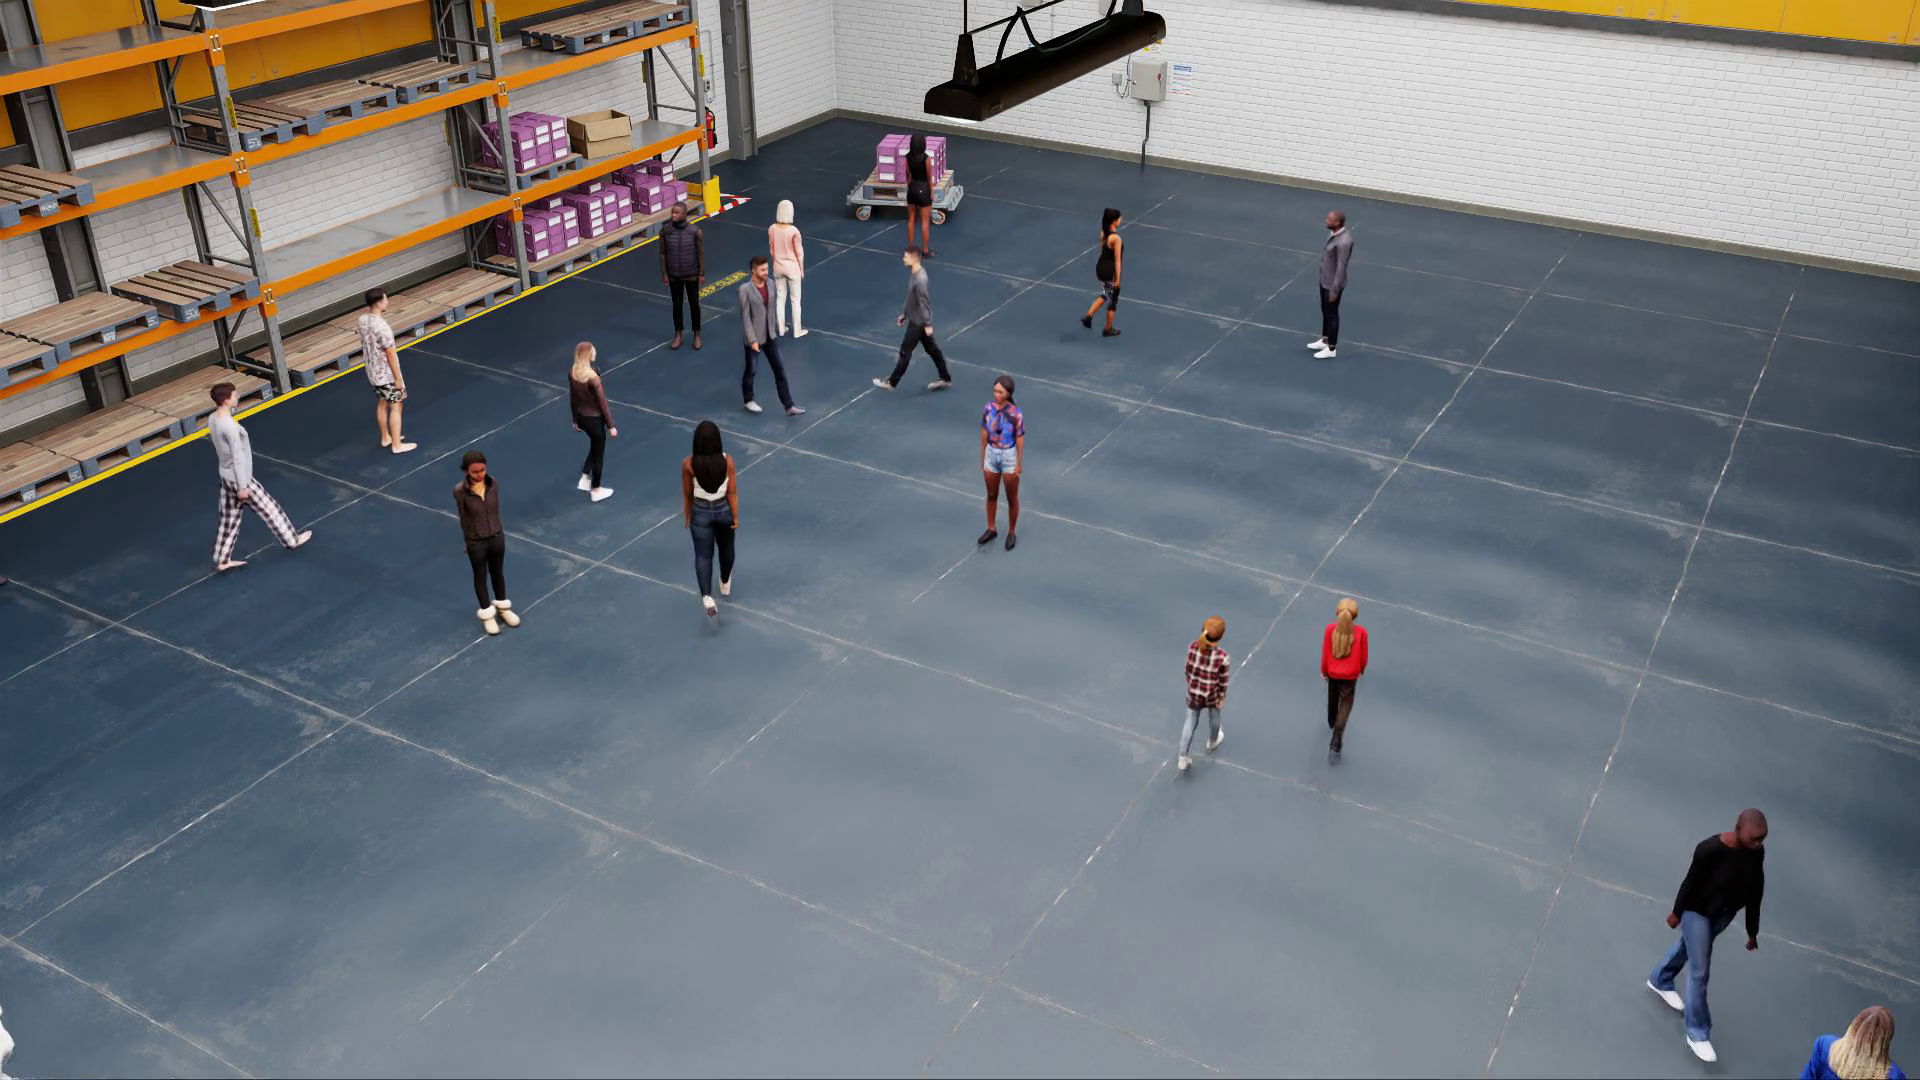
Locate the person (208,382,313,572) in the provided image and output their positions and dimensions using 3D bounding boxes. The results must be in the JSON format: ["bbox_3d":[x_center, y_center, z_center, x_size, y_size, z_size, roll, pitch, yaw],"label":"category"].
[{"bbox_3d":[-6.727,-0.537,15.294,1.217,1.798,0.862,-25,37,-38],"label":"person"}]

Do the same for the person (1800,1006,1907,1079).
[{"bbox_3d":[4.513,3.146,8.662,0.753,1.683,0.838,22,35,34],"label":"person"}]

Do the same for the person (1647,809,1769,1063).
[{"bbox_3d":[4.564,2.255,10.275,0.999,1.703,1.073,-9,30,-16],"label":"person"}]

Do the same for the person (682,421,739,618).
[{"bbox_3d":[-2.178,-0.168,14.631,1.045,1.786,1.194,-3,29,-6],"label":"person"}]

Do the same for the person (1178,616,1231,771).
[{"bbox_3d":[1.835,1.176,12.686,0.542,1.289,0.883,14,32,24],"label":"person"}]

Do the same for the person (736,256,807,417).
[{"bbox_3d":[-2.266,-2.241,18.382,1.083,1.833,0.951,-25,37,-38],"label":"person"}]

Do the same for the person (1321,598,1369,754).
[{"bbox_3d":[2.977,1.054,12.937,0.541,1.263,0.906,13,31,22],"label":"person"}]

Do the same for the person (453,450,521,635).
[{"bbox_3d":[-4.150,-0.023,14.489,0.712,1.666,0.654,5,29,9],"label":"person"}]

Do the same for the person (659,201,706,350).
[{"bbox_3d":[-3.349,-3.224,20.181,0.776,1.835,0.758,1,29,2],"label":"person"}]

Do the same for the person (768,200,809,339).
[{"bbox_3d":[-2.136,-3.351,20.530,0.627,1.724,0.559,11,30,19],"label":"person"}]

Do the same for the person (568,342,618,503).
[{"bbox_3d":[-3.717,-1.139,16.510,0.701,1.692,0.690,-25,37,-37],"label":"person"}]

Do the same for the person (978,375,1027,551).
[{"bbox_3d":[0.403,-0.742,15.729,0.610,1.743,0.540,12,31,21],"label":"person"}]

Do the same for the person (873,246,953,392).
[{"bbox_3d":[-0.370,-2.491,18.965,1.108,1.714,1.162,-4,29,-7],"label":"person"}]

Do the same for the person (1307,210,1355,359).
[{"bbox_3d":[4.482,-3.081,19.943,0.864,1.813,0.731,0,29,0],"label":"person"}]

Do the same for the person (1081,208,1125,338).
[{"bbox_3d":[1.767,-3.285,20.481,0.879,1.656,0.795,-14,31,-24],"label":"person"}]

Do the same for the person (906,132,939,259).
[{"bbox_3d":[-0.568,-4.819,23.204,0.613,1.740,0.527,19,34,31],"label":"person"}]

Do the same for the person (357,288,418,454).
[{"bbox_3d":[-6.109,-1.789,17.577,0.708,1.810,0.630,21,35,33],"label":"person"}]
